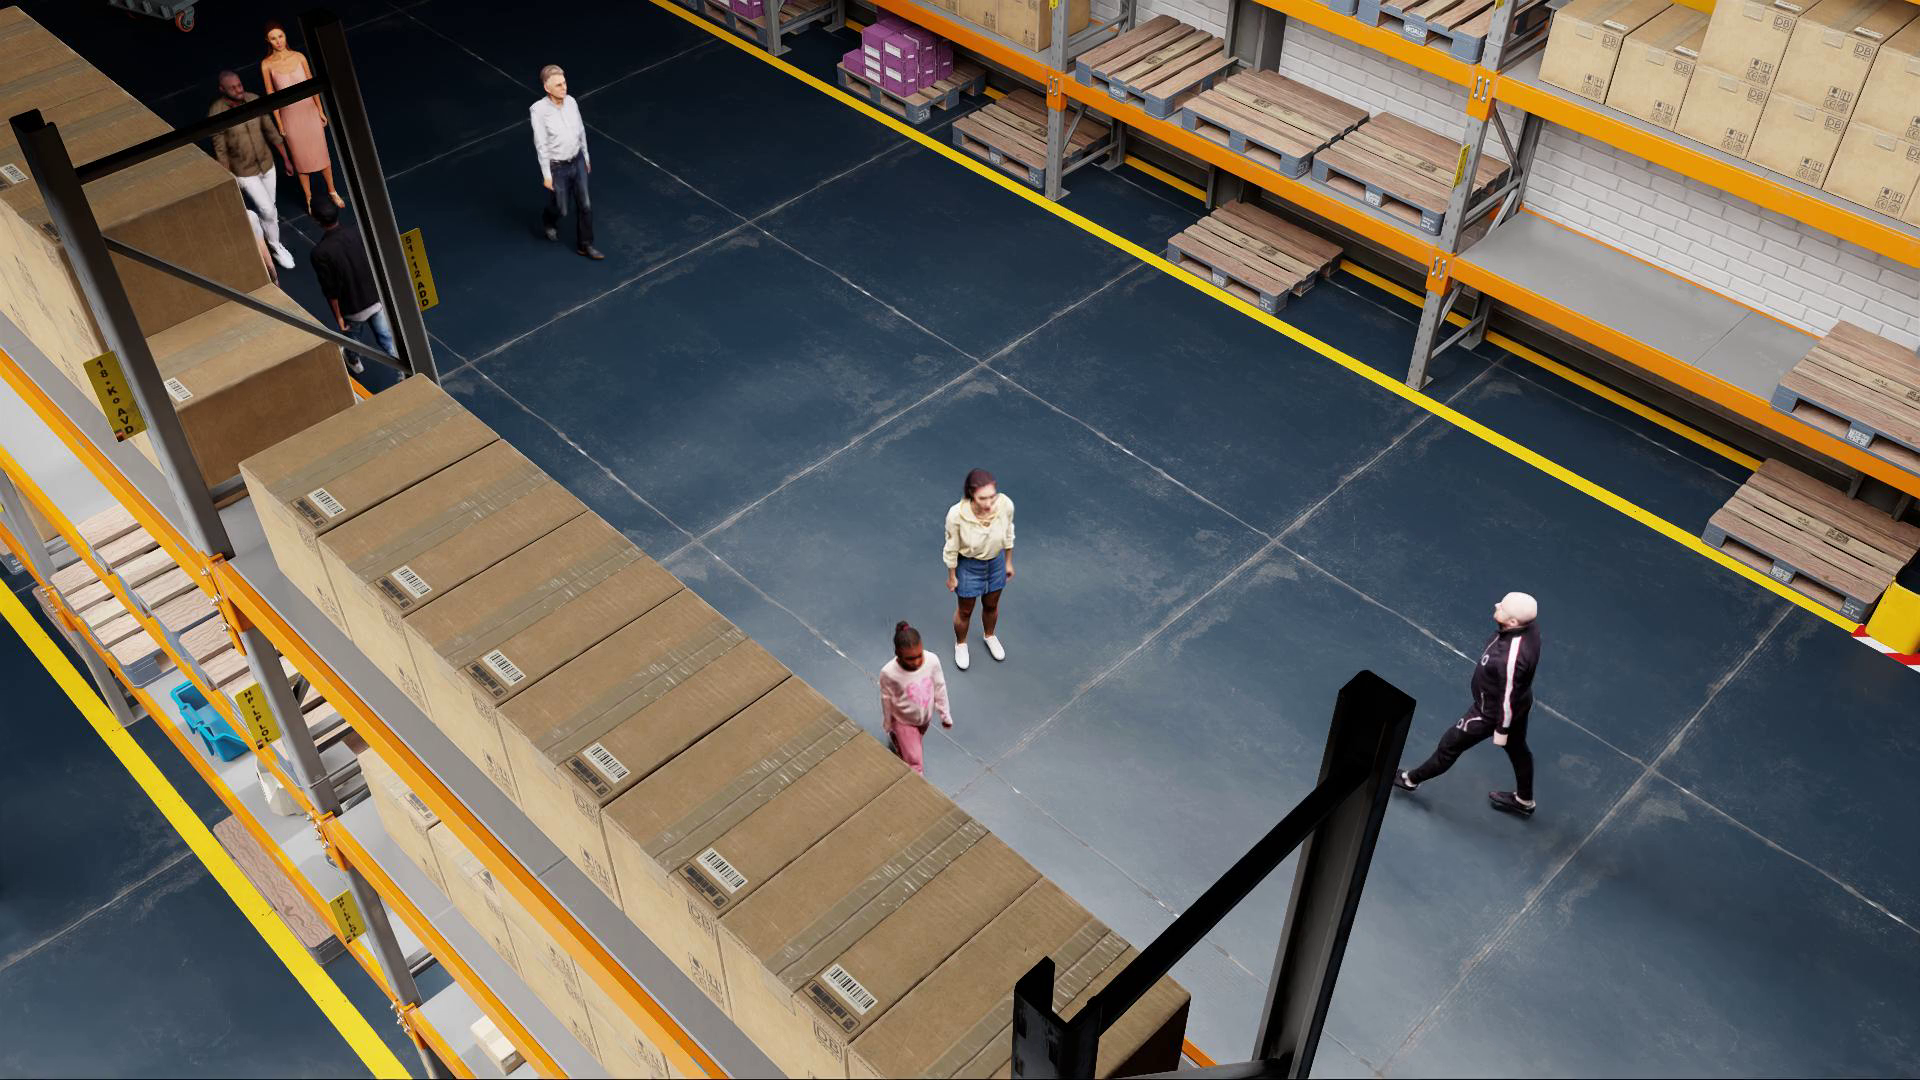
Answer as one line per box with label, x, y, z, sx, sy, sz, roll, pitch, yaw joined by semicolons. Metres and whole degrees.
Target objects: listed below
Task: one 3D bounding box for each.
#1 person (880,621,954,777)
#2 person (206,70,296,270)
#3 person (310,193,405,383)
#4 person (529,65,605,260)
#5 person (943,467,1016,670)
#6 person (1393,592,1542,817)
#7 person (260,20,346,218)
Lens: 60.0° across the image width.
person;-0.314;0.992;10.132;0.749;1.422;1.038;-20;47;-20
person;-6.110;-3.209;14.258;0.753;1.813;0.810;24;49;23
person;-4.577;-1.815;12.834;0.709;1.759;1.178;-33;53;-30
person;-3.454;-3.261;14.316;0.894;1.808;0.680;32;52;29
person;0.134;0.169;10.844;0.720;1.631;0.699;-13;45;-13
person;3.272;1.042;9.823;1.289;1.776;0.945;19;47;19
person;-5.888;-3.762;14.825;0.621;1.831;0.564;-26;49;-24
